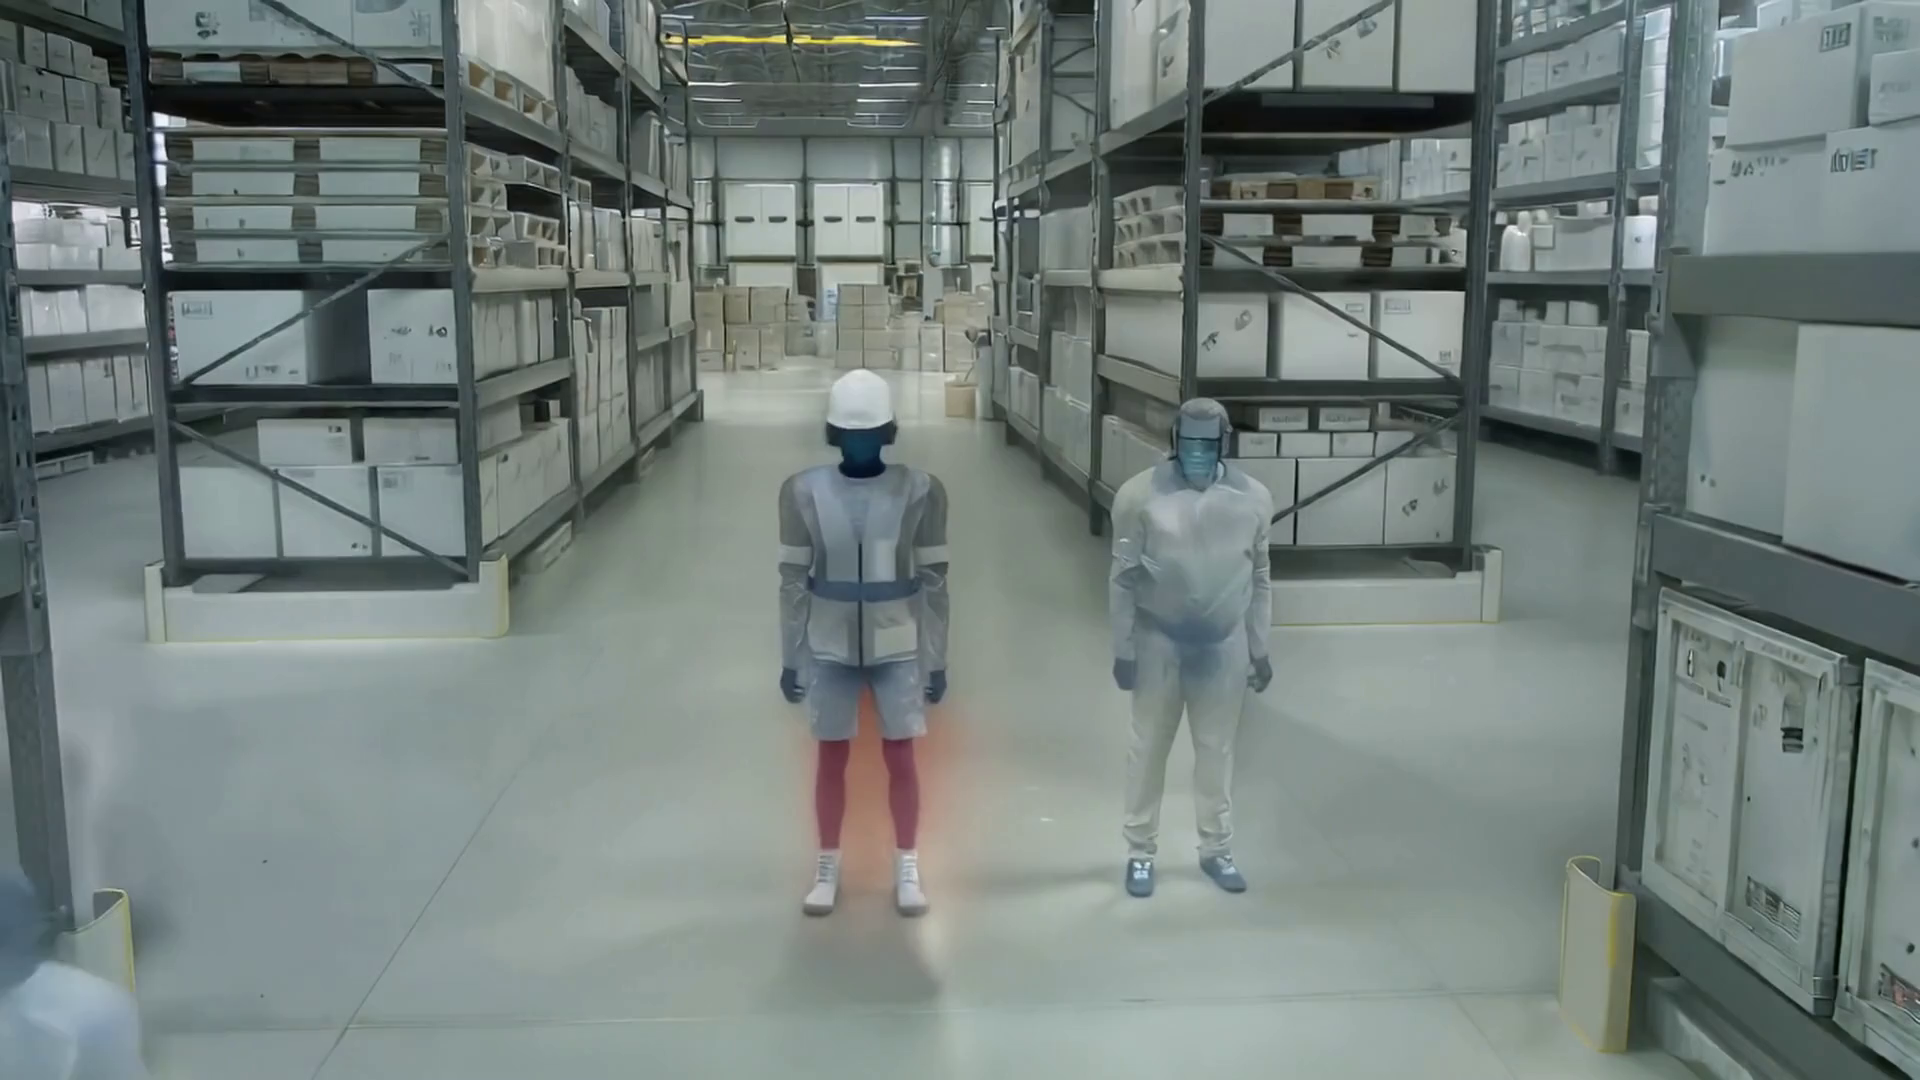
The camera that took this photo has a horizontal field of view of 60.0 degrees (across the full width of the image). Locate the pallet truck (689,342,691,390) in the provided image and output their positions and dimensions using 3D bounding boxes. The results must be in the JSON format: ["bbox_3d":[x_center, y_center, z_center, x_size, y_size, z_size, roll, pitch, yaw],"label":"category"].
[{"bbox_3d":[-5.225,-3.008,27.480,1.885,1.965,0.823,2,9,14],"label":"pallet truck"}]

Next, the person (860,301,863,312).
[{"bbox_3d":[-2.777,-6.662,50.742,0.976,1.889,0.559,-1,9,-5],"label":"person"}]

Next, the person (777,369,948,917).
[{"bbox_3d":[-0.355,0.396,6.039,0.622,2.030,0.447,0,9,1],"label":"person"}]

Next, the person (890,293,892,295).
[{"bbox_3d":[-2.542,-8.446,62.566,0.541,1.695,0.316,0,9,-2],"label":"person"}]

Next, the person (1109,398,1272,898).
[{"bbox_3d":[0.884,0.410,6.323,0.636,1.903,0.404,-1,9,-7],"label":"person"}]

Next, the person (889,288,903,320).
[{"bbox_3d":[-2.285,-7.798,57.795,0.639,1.927,0.387,3,10,19],"label":"person"}]

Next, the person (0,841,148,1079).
[{"bbox_3d":[-1.429,1.159,2.498,0.512,1.614,0.503,-1,9,-5],"label":"person"}]

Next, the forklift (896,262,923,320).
[{"bbox_3d":[-1.894,-8.807,61.131,1.129,2.768,1.873,-1,9,-4],"label":"forklift"}]
